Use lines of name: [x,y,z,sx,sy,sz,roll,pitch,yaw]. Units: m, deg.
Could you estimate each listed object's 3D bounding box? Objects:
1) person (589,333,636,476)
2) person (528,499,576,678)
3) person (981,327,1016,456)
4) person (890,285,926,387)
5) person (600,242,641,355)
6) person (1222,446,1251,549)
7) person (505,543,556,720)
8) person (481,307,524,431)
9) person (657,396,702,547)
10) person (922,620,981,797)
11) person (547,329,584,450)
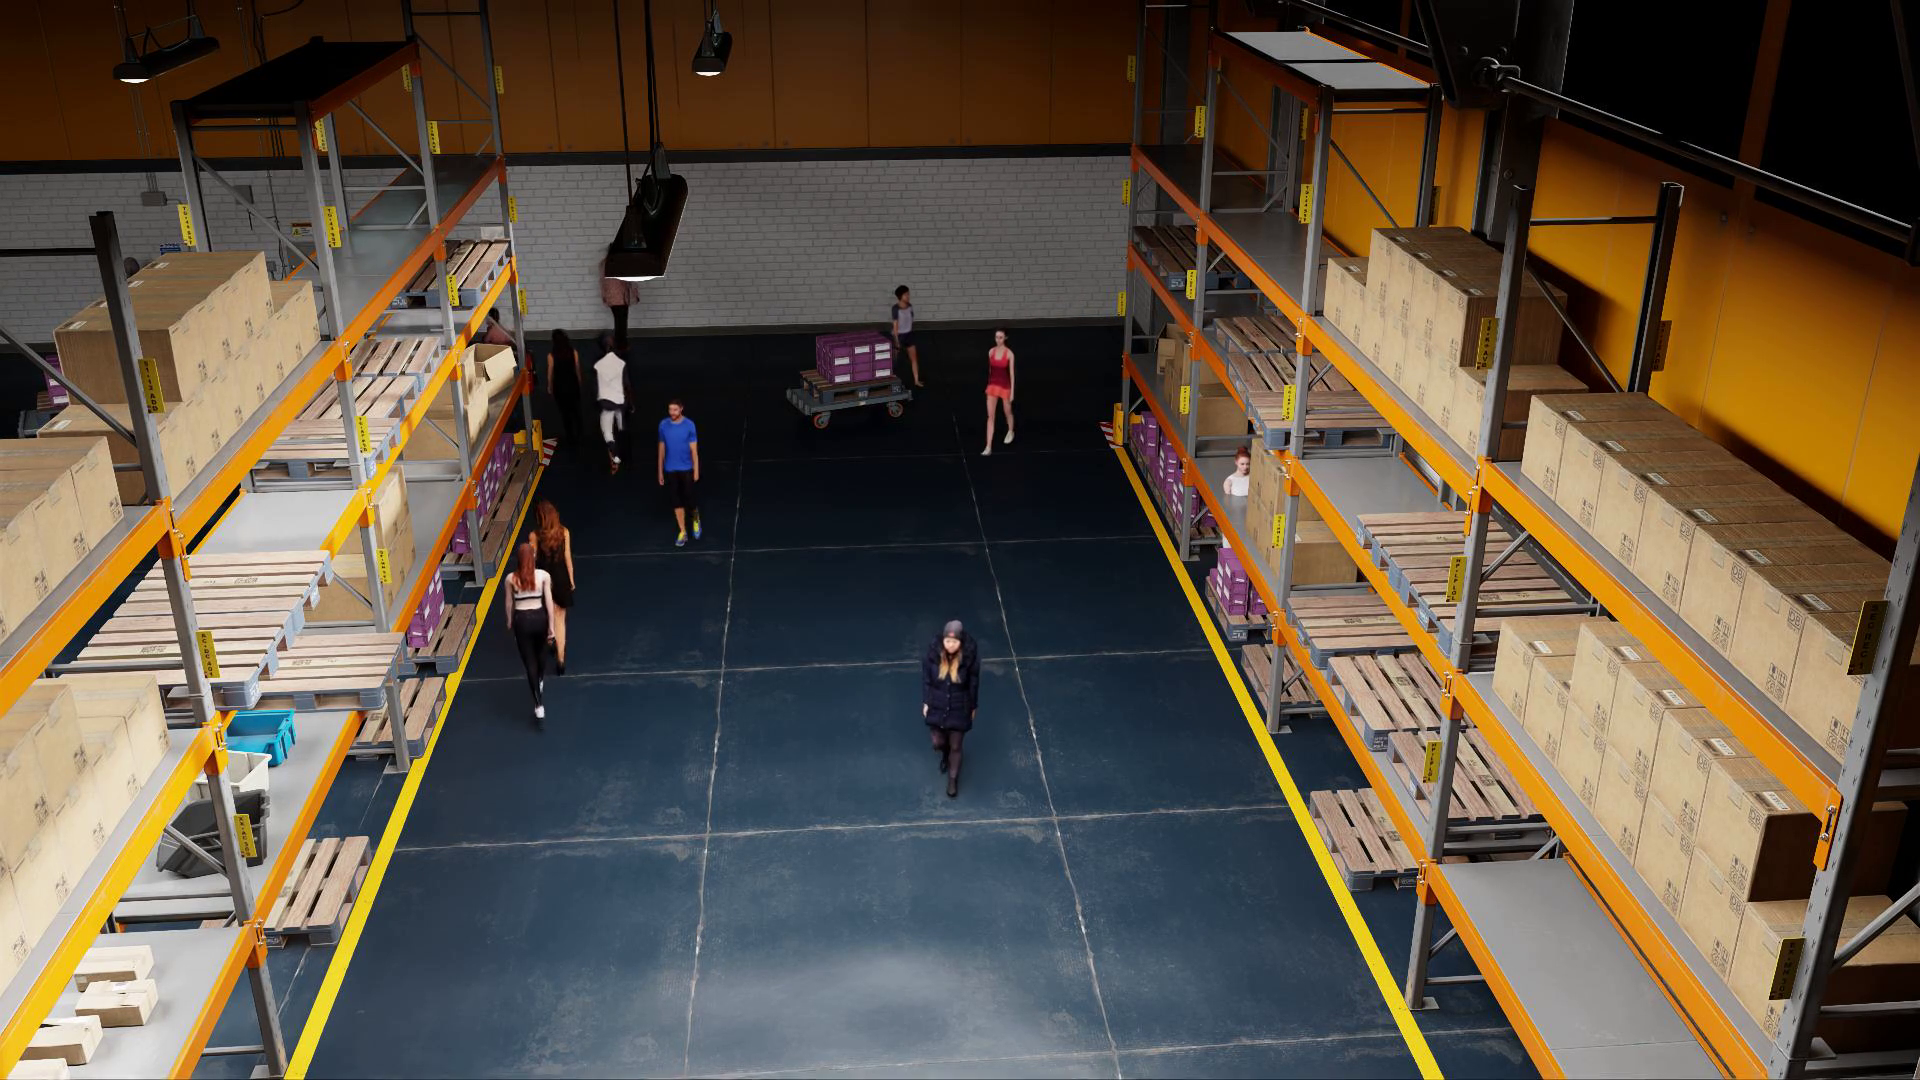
person: [-4.530,-1.743,21.650,0.843,1.880,1.040,-6,24,-13]
person: [-4.086,0.483,16.673,0.778,1.788,0.983,-5,24,-12]
person: [0.590,-2.043,22.559,0.957,1.701,1.225,10,25,21]
person: [-0.930,-3.095,25.188,0.961,1.523,1.102,-20,31,-38]
person: [-5.495,-3.847,26.576,0.873,1.790,0.927,10,25,21]
person: [3.035,-0.180,18.179,0.608,1.796,0.565,-8,25,-17]
person: [-4.080,0.893,15.843,0.815,1.701,1.263,-8,25,-18]
person: [-6.367,-2.351,23.217,1.064,1.740,1.131,10,25,21]
person: [-3.289,-0.856,19.652,0.706,1.856,0.770,4,24,9]
person: [-0.079,1.430,14.660,0.751,1.666,0.832,3,24,7]
person: [-5.326,-2.013,22.525,0.708,1.675,0.758,-11,26,-23]
